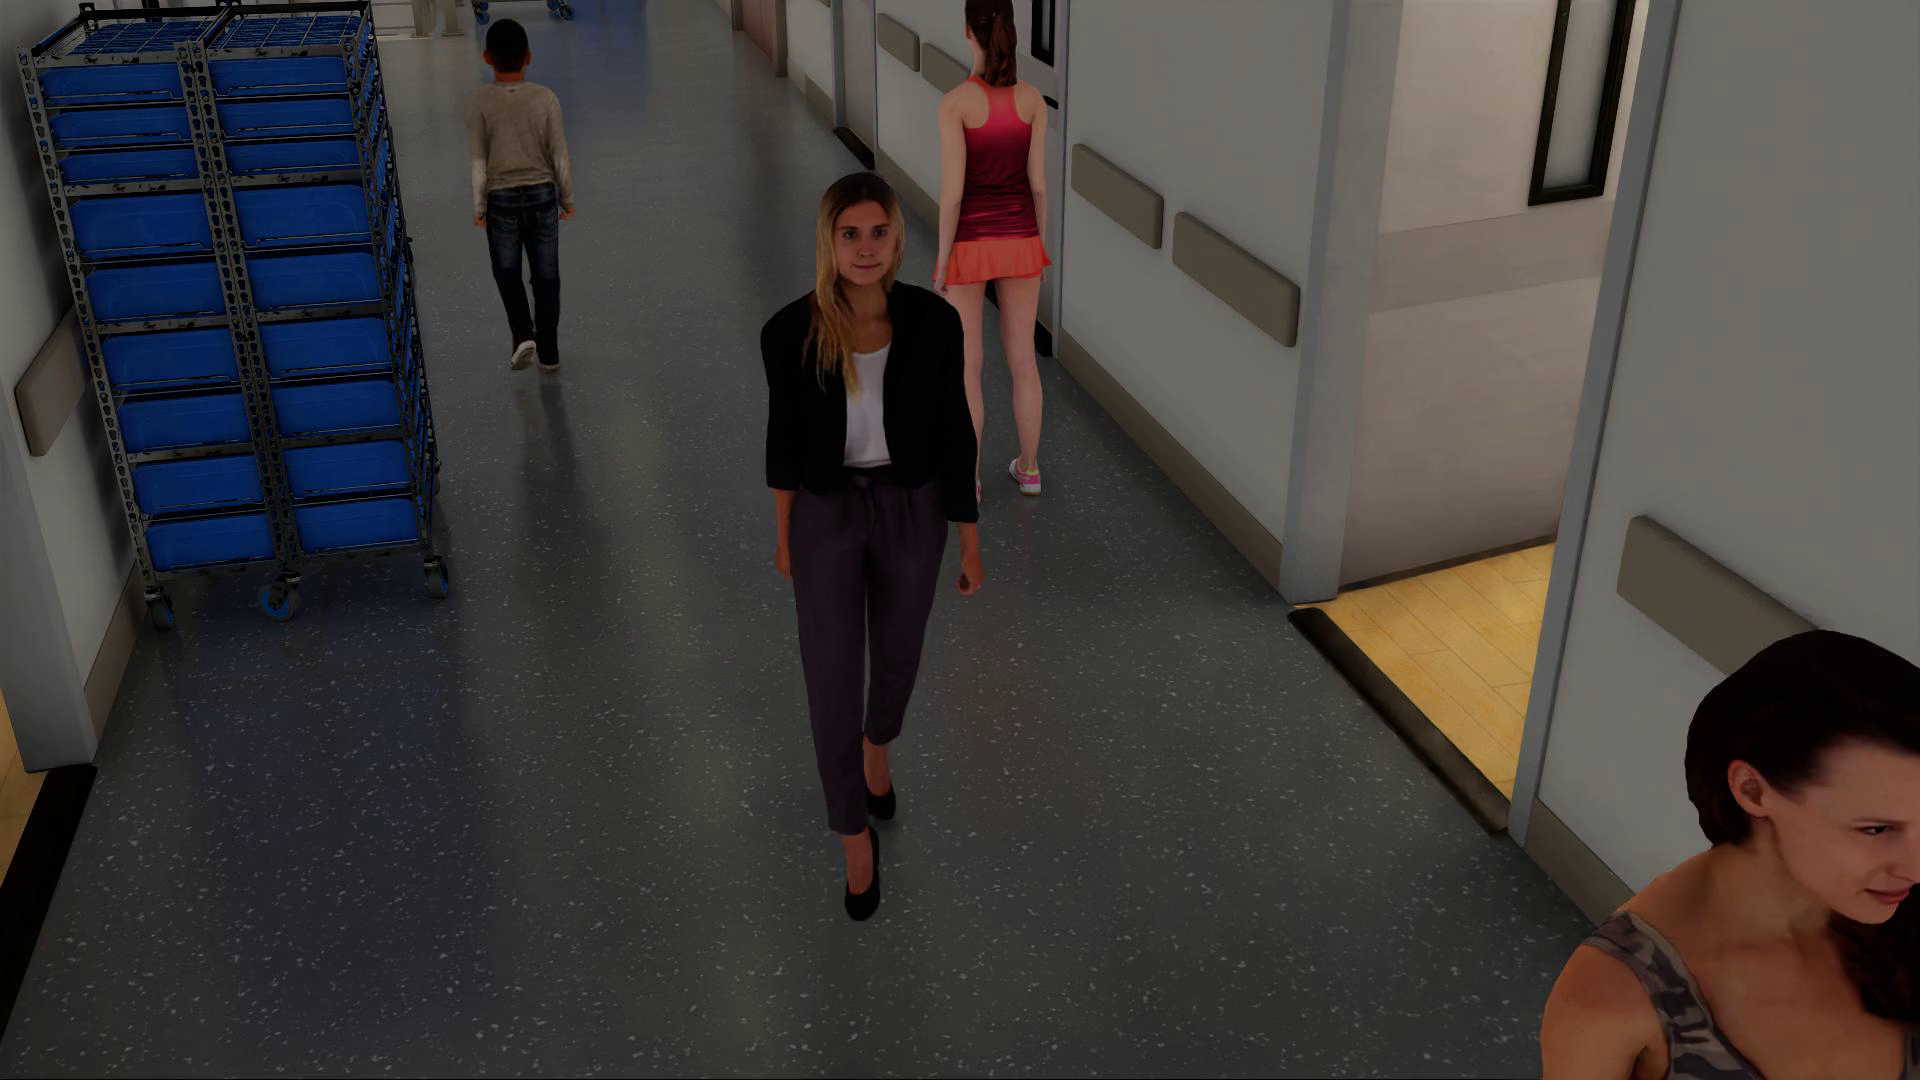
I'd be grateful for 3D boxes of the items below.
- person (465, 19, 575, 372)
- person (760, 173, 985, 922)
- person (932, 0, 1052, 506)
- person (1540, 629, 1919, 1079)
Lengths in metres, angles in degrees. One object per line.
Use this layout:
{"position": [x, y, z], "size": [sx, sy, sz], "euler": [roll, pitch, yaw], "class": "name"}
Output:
{"position": [-1.793, -1.357, 6.815], "size": [0.575, 1.451, 0.677], "euler": [-8, 27, -16], "class": "person"}
{"position": [-0.217, -0.030, 3.838], "size": [0.648, 1.647, 0.872], "euler": [-5, 26, -11], "class": "person"}
{"position": [0.100, -0.978, 5.682], "size": [0.587, 1.751, 0.548], "euler": [-10, 27, -20], "class": "person"}
{"position": [0.757, 0.843, 1.909], "size": [0.640, 1.749, 0.806], "euler": [-5, 26, -11], "class": "person"}
